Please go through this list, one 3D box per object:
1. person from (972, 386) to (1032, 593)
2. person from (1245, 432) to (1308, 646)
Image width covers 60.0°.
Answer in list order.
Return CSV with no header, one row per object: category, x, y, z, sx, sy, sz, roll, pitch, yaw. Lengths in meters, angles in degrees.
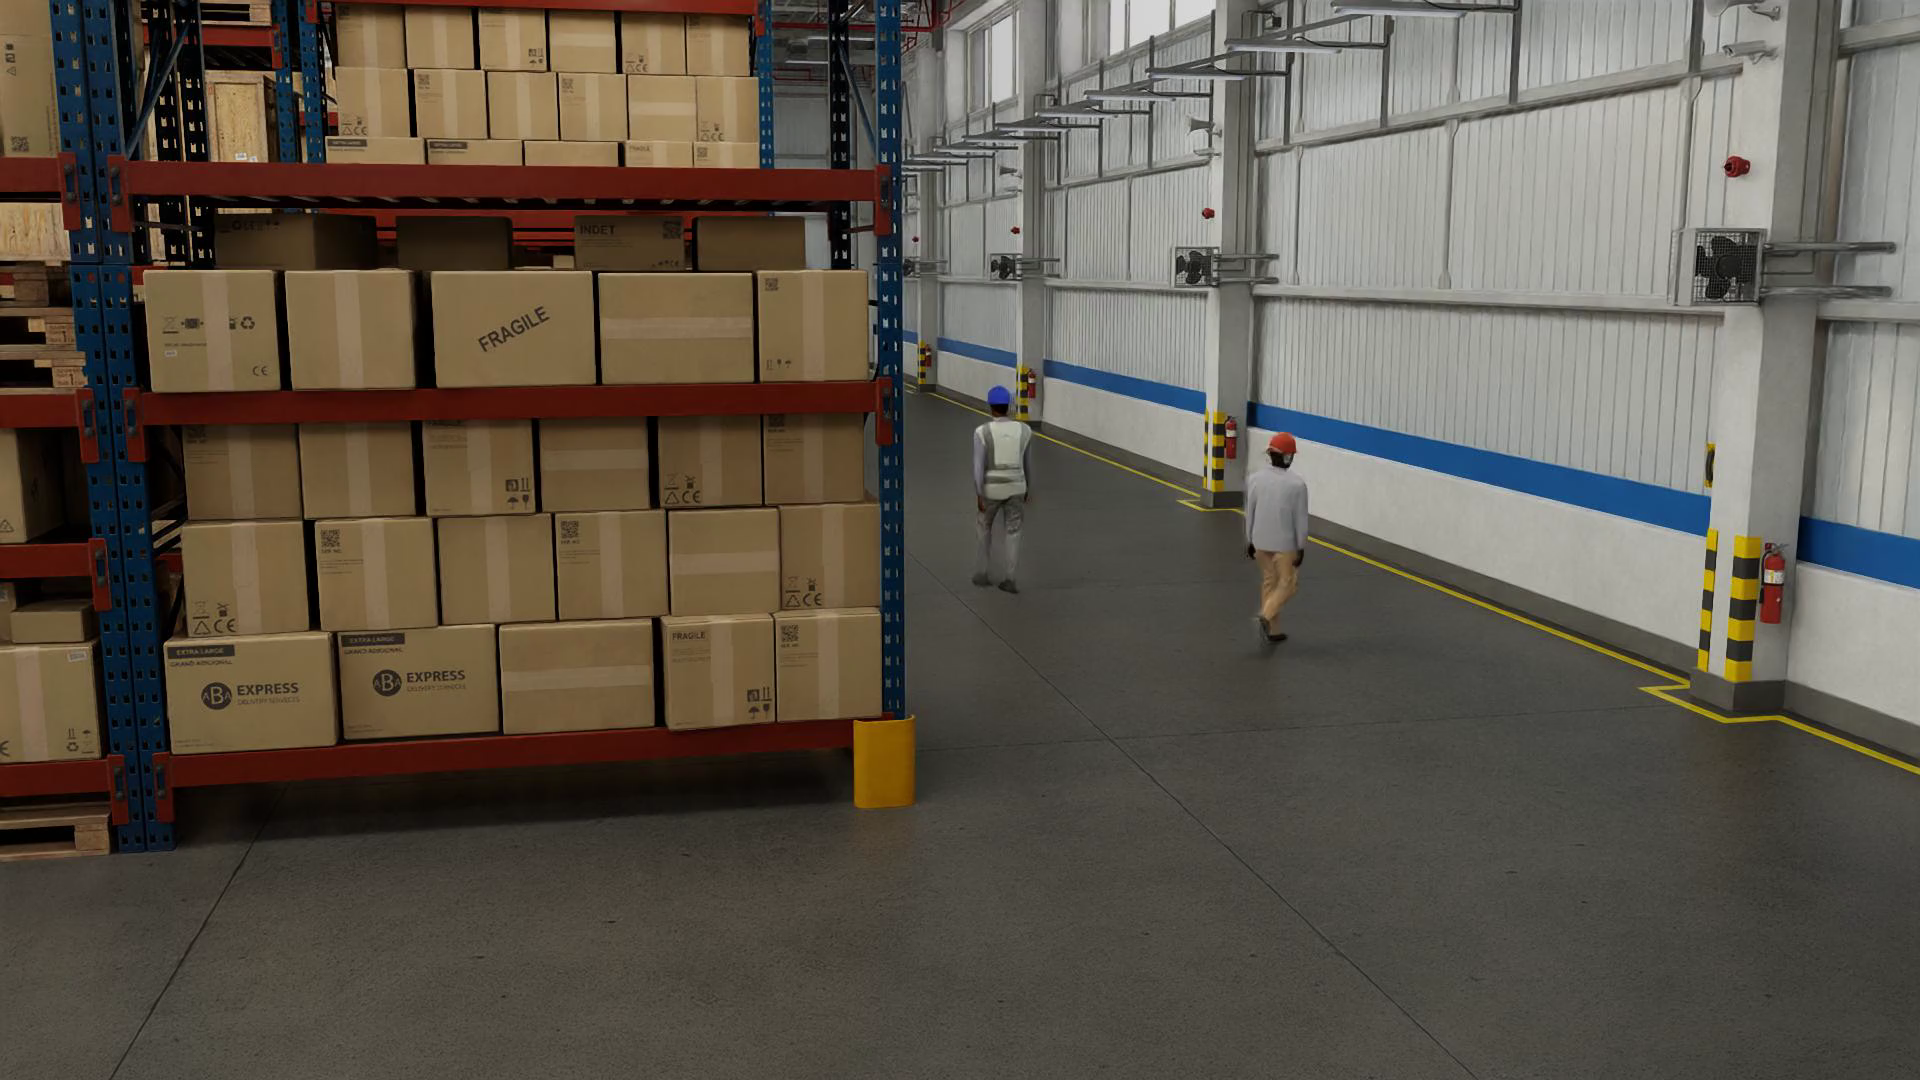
person,0.373,-0.488,15.671,0.623,1.919,0.760,-3,10,-16
person,2.502,0.004,13.268,0.570,1.736,0.582,9,13,43
